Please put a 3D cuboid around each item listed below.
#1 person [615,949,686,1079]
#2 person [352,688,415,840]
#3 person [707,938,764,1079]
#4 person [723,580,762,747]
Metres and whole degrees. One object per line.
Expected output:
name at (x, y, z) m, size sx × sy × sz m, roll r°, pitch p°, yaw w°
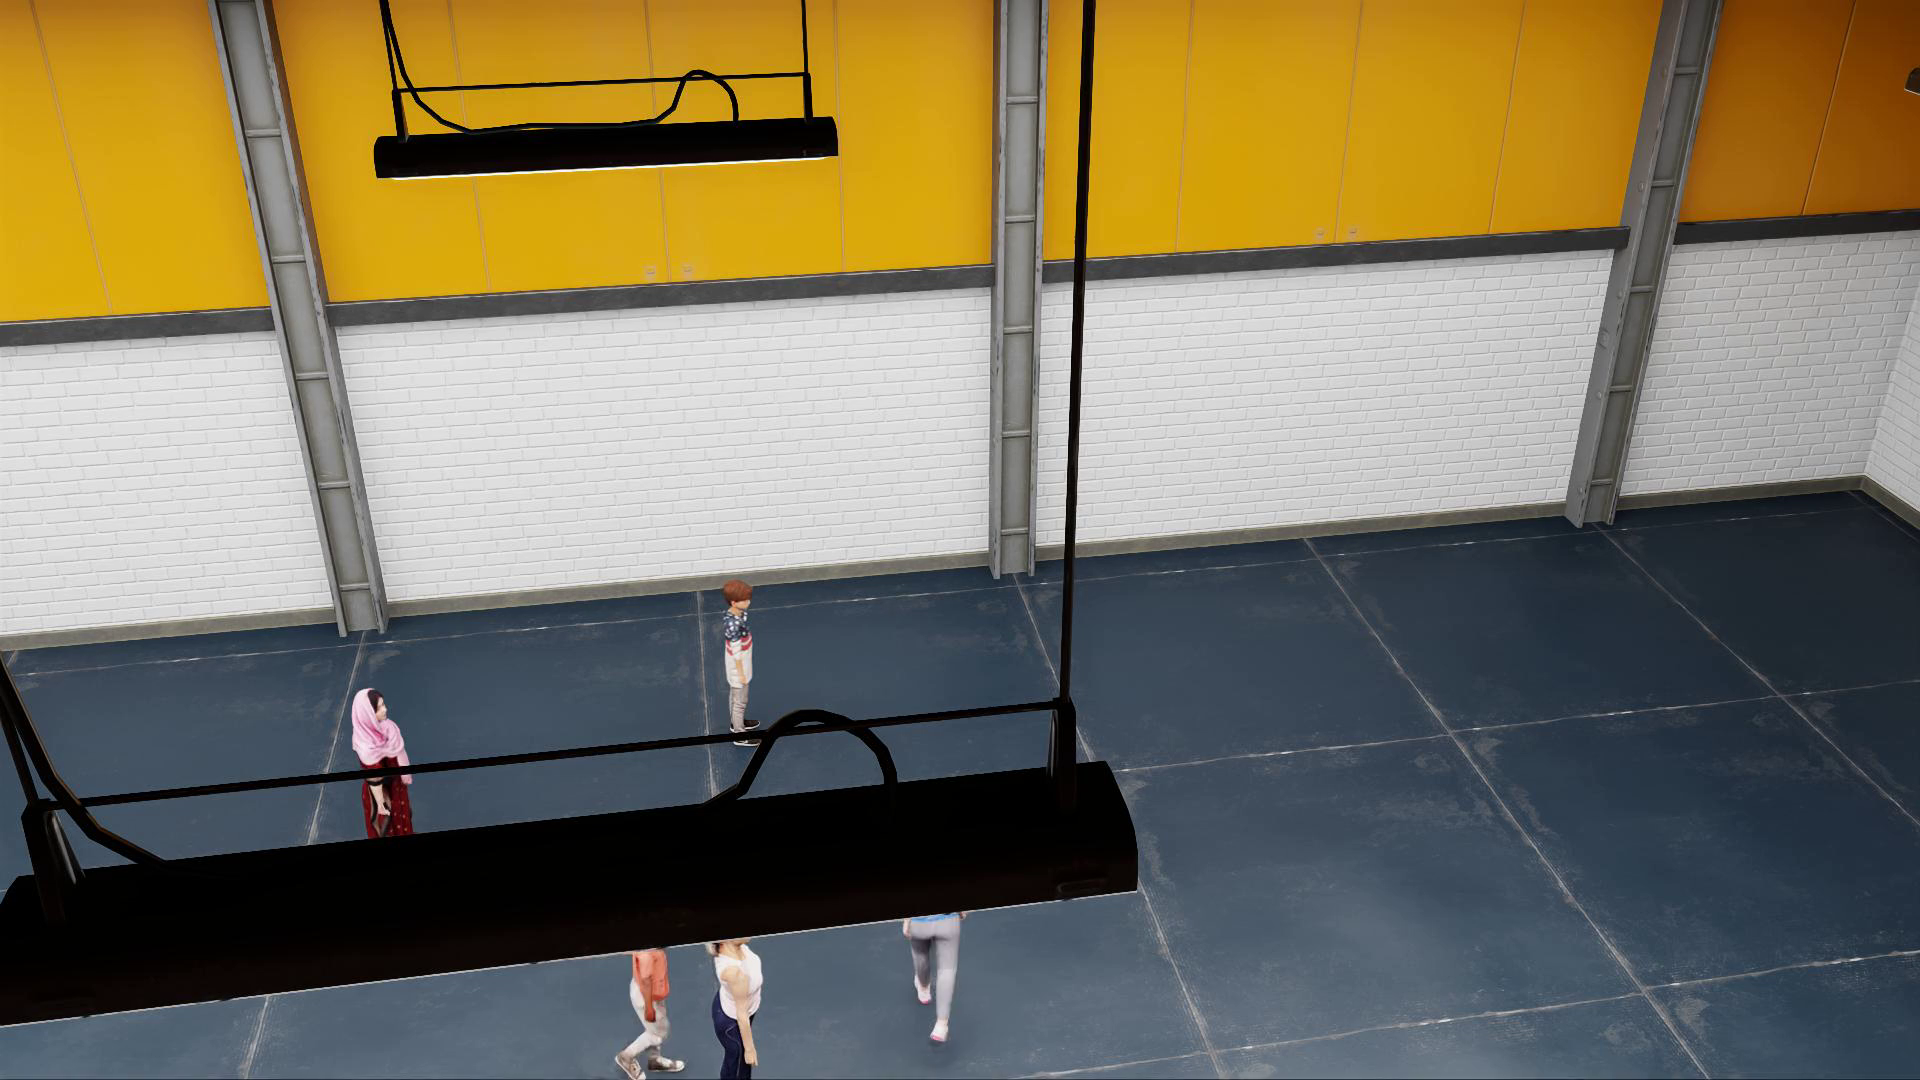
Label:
person at (-1.965, 2.755, 10.155) m, size 0.650 × 1.294 × 0.551 m, roll 1°, pitch 29°, yaw 1°
person at (-4.037, 1.735, 11.665) m, size 0.627 × 1.639 × 0.681 m, roll -2°, pitch 29°, yaw -3°
person at (-1.303, 2.802, 9.644) m, size 0.552 × 1.702 × 0.627 m, roll -8°, pitch 30°, yaw -14°
person at (-1.777, 0.961, 13.289) m, size 0.466 × 1.443 × 0.518 m, roll -6°, pitch 29°, yaw -10°
